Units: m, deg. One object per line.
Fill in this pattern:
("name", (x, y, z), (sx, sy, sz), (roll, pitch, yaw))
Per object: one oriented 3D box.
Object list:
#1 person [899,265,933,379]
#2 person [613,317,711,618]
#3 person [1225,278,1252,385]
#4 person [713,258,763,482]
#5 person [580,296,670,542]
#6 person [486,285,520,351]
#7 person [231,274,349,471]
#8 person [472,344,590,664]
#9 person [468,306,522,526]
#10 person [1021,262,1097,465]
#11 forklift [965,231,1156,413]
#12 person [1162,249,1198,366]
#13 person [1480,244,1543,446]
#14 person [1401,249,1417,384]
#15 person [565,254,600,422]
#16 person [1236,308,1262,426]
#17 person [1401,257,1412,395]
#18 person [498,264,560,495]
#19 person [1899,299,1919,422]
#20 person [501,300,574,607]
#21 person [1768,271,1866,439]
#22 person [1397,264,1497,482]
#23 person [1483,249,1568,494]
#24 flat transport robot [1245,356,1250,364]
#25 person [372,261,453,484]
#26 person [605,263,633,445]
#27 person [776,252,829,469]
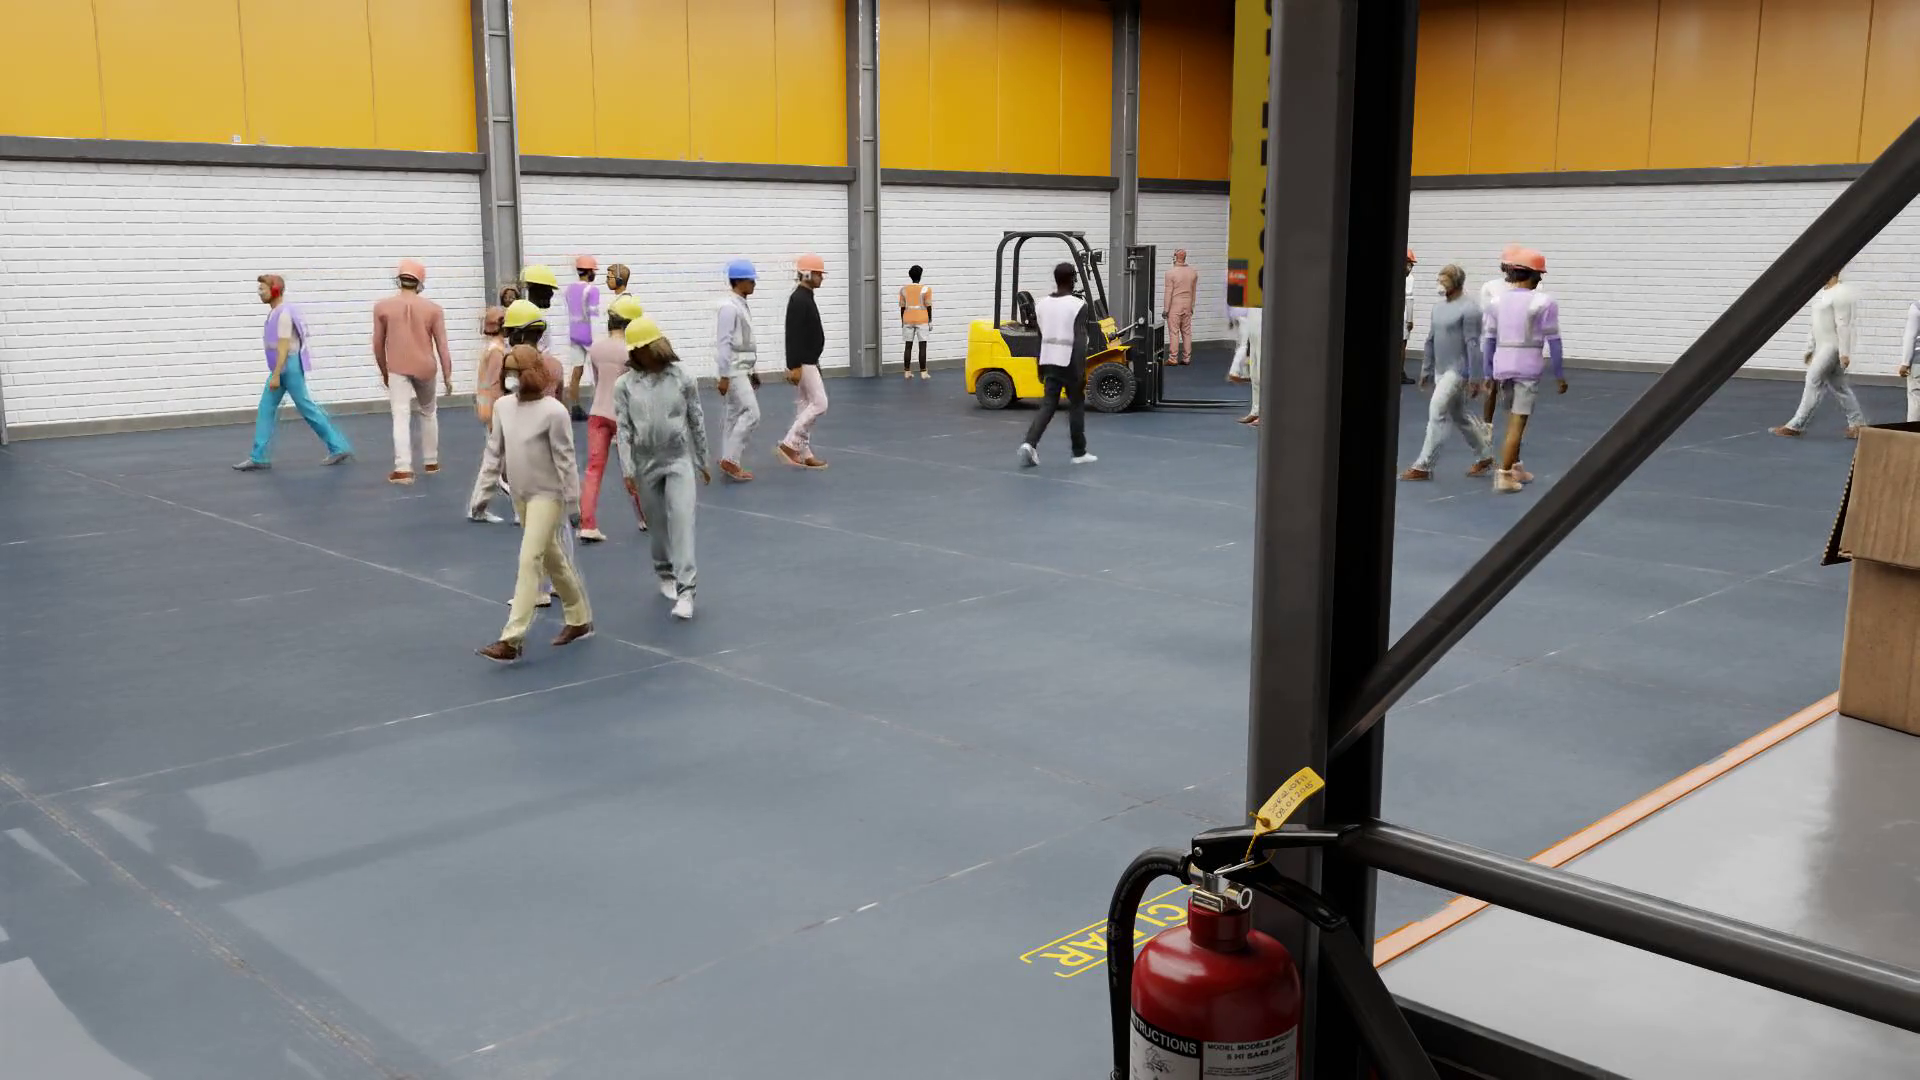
("person", (-0.652, -3.226, 24.701), (0.534, 1.695, 0.319), (4, 11, 22))
("person", (-1.686, -0.426, 9.452), (0.531, 1.673, 0.883), (-2, 11, -8))
("person", (4.056, -3.177, 23.832), (0.572, 1.947, 0.637), (-5, 12, -27))
("person", (-1.899, -1.449, 14.330), (0.468, 1.932, 0.611), (0, 10, 2))
("person", (-2.395, -0.854, 11.707), (0.516, 1.703, 0.927), (5, 12, 25))
("person", (-4.596, -1.799, 17.077), (0.509, 1.628, 0.319), (-5, 11, -24))
("person", (-6.141, -1.535, 15.221), (1.003, 1.799, 0.565), (-8, 13, -38))
("person", (-2.186, -0.190, 8.411), (0.509, 1.588, 0.842), (8, 13, 37))
("person", (-3.402, -0.915, 12.293), (0.564, 1.615, 0.532), (-4, 11, -21))
("person", (0.936, -1.626, 15.421), (0.607, 1.895, 0.833), (9, 14, 41))
("forklift", (1.222, -2.721, 20.561), (2.313, 2.155, 1.214), (2, 11, 13))
("person", (3.571, -3.802, 27.242), (0.643, 1.909, 0.409), (-7, 12, -33))
("person", (5.561, -1.963, 16.844), (0.615, 2.040, 0.391), (2, 11, 12))
("person", (6.345, -3.208, 23.933), (0.376, 1.934, 0.546), (-4, 11, -23))
("person", (-4.222, -2.331, 19.203), (0.579, 1.908, 0.808), (8, 13, 37))
("person", (3.341, -2.207, 18.650), (0.311, 1.869, 0.532), (-2, 11, -13))
("person", (5.836, -2.866, 22.280), (0.348, 1.860, 0.507), (1, 10, 8))
("person", (-3.478, -1.264, 13.415), (0.579, 1.900, 0.611), (-3, 11, -18))
("person", (9.631, -1.796, 16.537), (0.595, 1.826, 0.403), (-2, 11, -9))
("person", (-2.470, -0.494, 9.592), (0.326, 1.767, 0.533), (4, 11, 22))
("person", (9.115, -1.985, 17.421), (1.006, 1.888, 0.647), (2, 11, 10))
("person", (4.318, -1.457, 14.510), (1.004, 1.896, 0.648), (-2, 11, -13))
("person", (4.743, -1.404, 13.886), (0.869, 2.011, 0.631), (-8, 13, -36))
("flat transport robot", (5.050, -3.064, 27.680), (0.652, 0.197, 1.431), (1, 10, 7))
("person", (-4.791, -1.473, 14.568), (0.650, 1.924, 0.958), (-4, 11, -21))
("person", (-3.455, -1.891, 16.988), (0.345, 1.846, 0.508), (-3, 11, -15))
("person", (-1.380, -1.617, 15.137), (0.419, 1.976, 0.611), (0, 10, -1))
